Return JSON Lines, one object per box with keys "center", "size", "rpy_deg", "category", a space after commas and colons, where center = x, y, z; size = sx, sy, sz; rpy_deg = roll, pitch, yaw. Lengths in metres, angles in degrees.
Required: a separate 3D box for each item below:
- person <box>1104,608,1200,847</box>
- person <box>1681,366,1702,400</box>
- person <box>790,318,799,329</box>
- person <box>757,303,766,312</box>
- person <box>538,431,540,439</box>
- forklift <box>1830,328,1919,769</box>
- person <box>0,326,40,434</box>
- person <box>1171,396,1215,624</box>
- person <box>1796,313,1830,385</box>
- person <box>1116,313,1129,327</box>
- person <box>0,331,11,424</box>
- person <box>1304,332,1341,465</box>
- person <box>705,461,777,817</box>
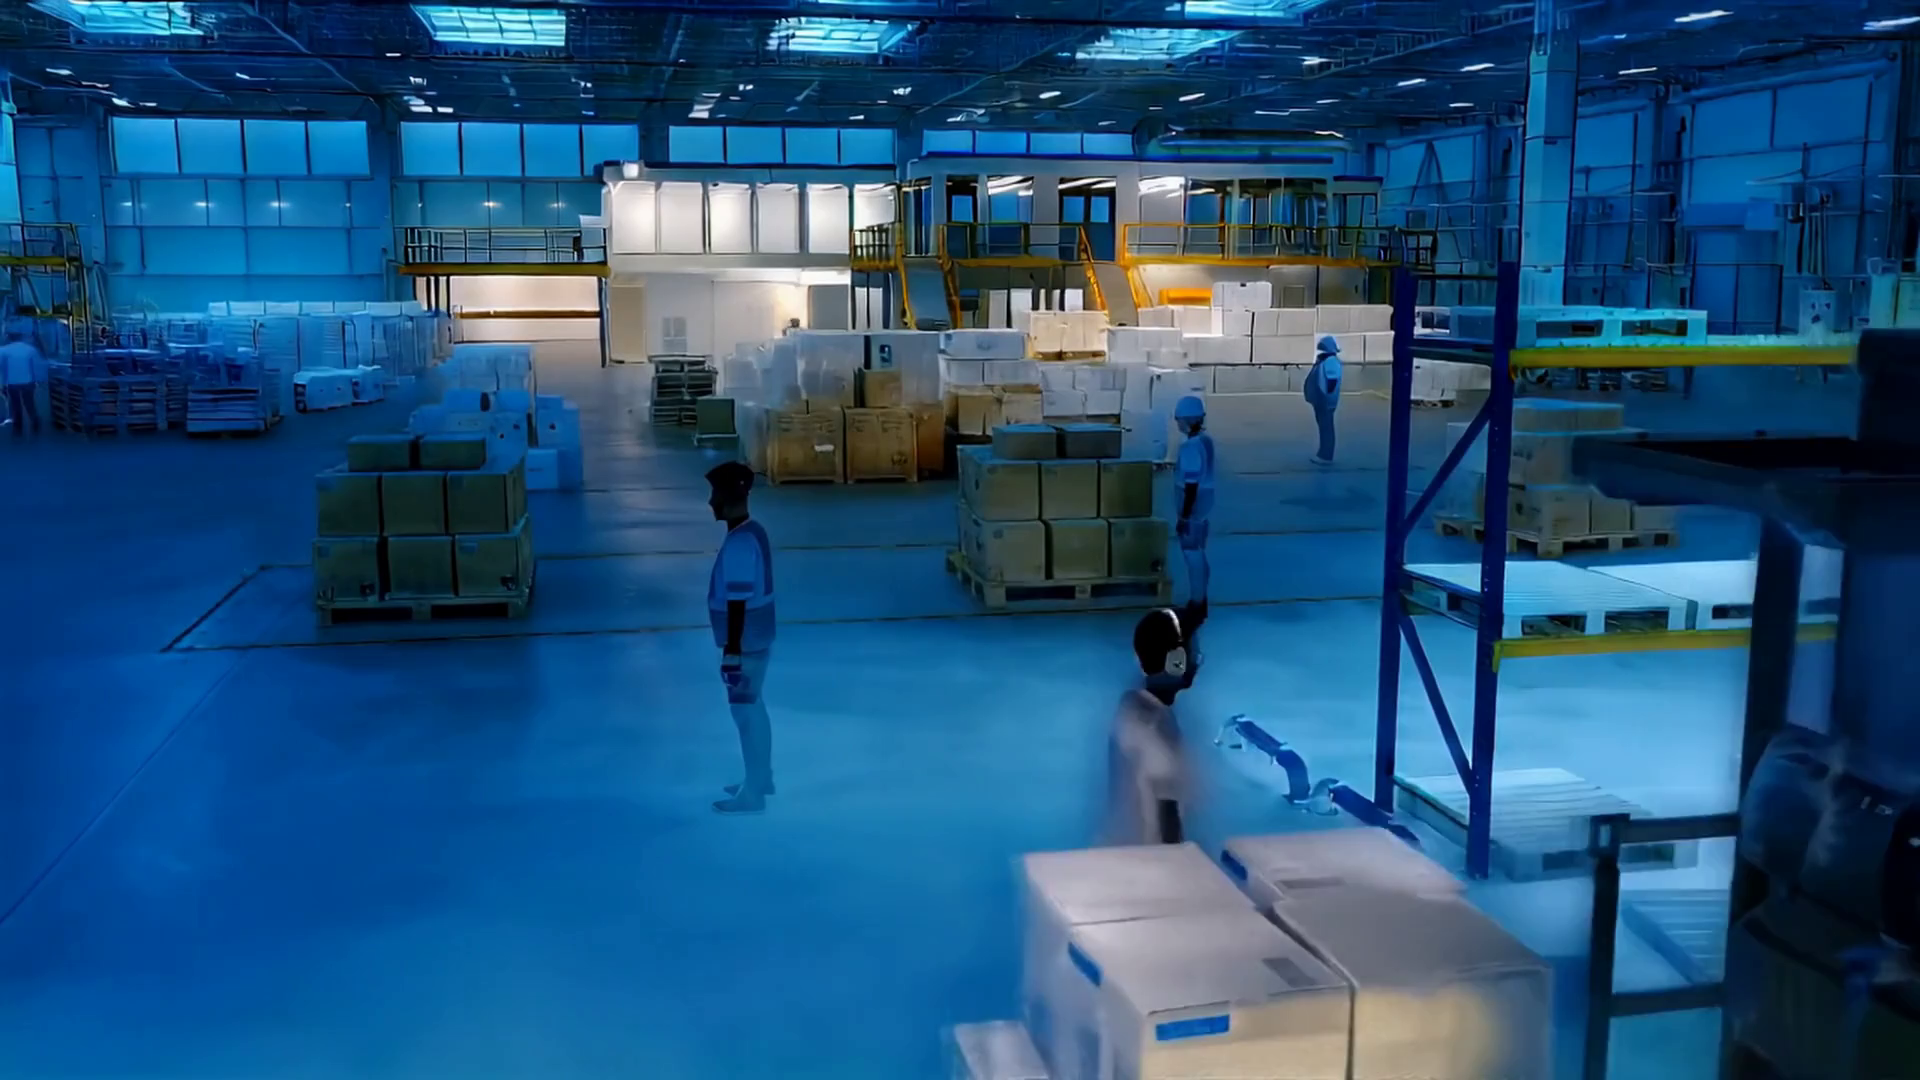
{"center": [0.687, 1.151, 5.766], "size": [0.499, 1.867, 0.585], "rpy_deg": [-2, 9, -10], "category": "person"}
{"center": [16.476, -4.120, 37.657], "size": [0.748, 1.921, 0.617], "rpy_deg": [-8, 12, -39], "category": "person"}
{"center": [-3.742, -4.088, 37.642], "size": [0.715, 1.858, 0.595], "rpy_deg": [5, 10, 27], "category": "person"}
{"center": [-6.734, -6.967, 55.075], "size": [0.785, 1.881, 0.673], "rpy_deg": [-6, 11, -34], "category": "person"}
{"center": [-7.254, -2.352, 27.448], "size": [0.602, 1.728, 0.494], "rpy_deg": [1, 9, 7], "category": "person"}
{"center": [2.870, 0.817, 4.644], "size": [1.873, 2.768, 1.129], "rpy_deg": [-2, 10, -12], "category": "forklift"}
{"center": [-16.809, -2.852, 29.798], "size": [0.811, 1.968, 0.623], "rpy_deg": [9, 13, 44], "category": "person"}
{"center": [1.948, -0.251, 14.049], "size": [0.369, 1.929, 0.542], "rpy_deg": [4, 10, 21], "category": "person"}
{"center": [22.056, -4.911, 42.790], "size": [0.532, 1.827, 0.966], "rpy_deg": [-3, 10, -19], "category": "person"}
{"center": [4.193, -4.900, 42.639], "size": [0.343, 1.847, 0.507], "rpy_deg": [-9, 13, -43], "category": "person"}
{"center": [-18.401, -3.118, 31.877], "size": [0.613, 1.813, 0.498], "rpy_deg": [-4, 10, -21], "category": "person"}
{"center": [5.509, -2.157, 25.327], "size": [0.539, 2.000, 0.688], "rpy_deg": [1, 9, 4], "category": "person"}
{"center": [-1.199, 0.540, 9.158], "size": [0.371, 1.958, 0.598], "rpy_deg": [0, 9, -1], "category": "person"}
